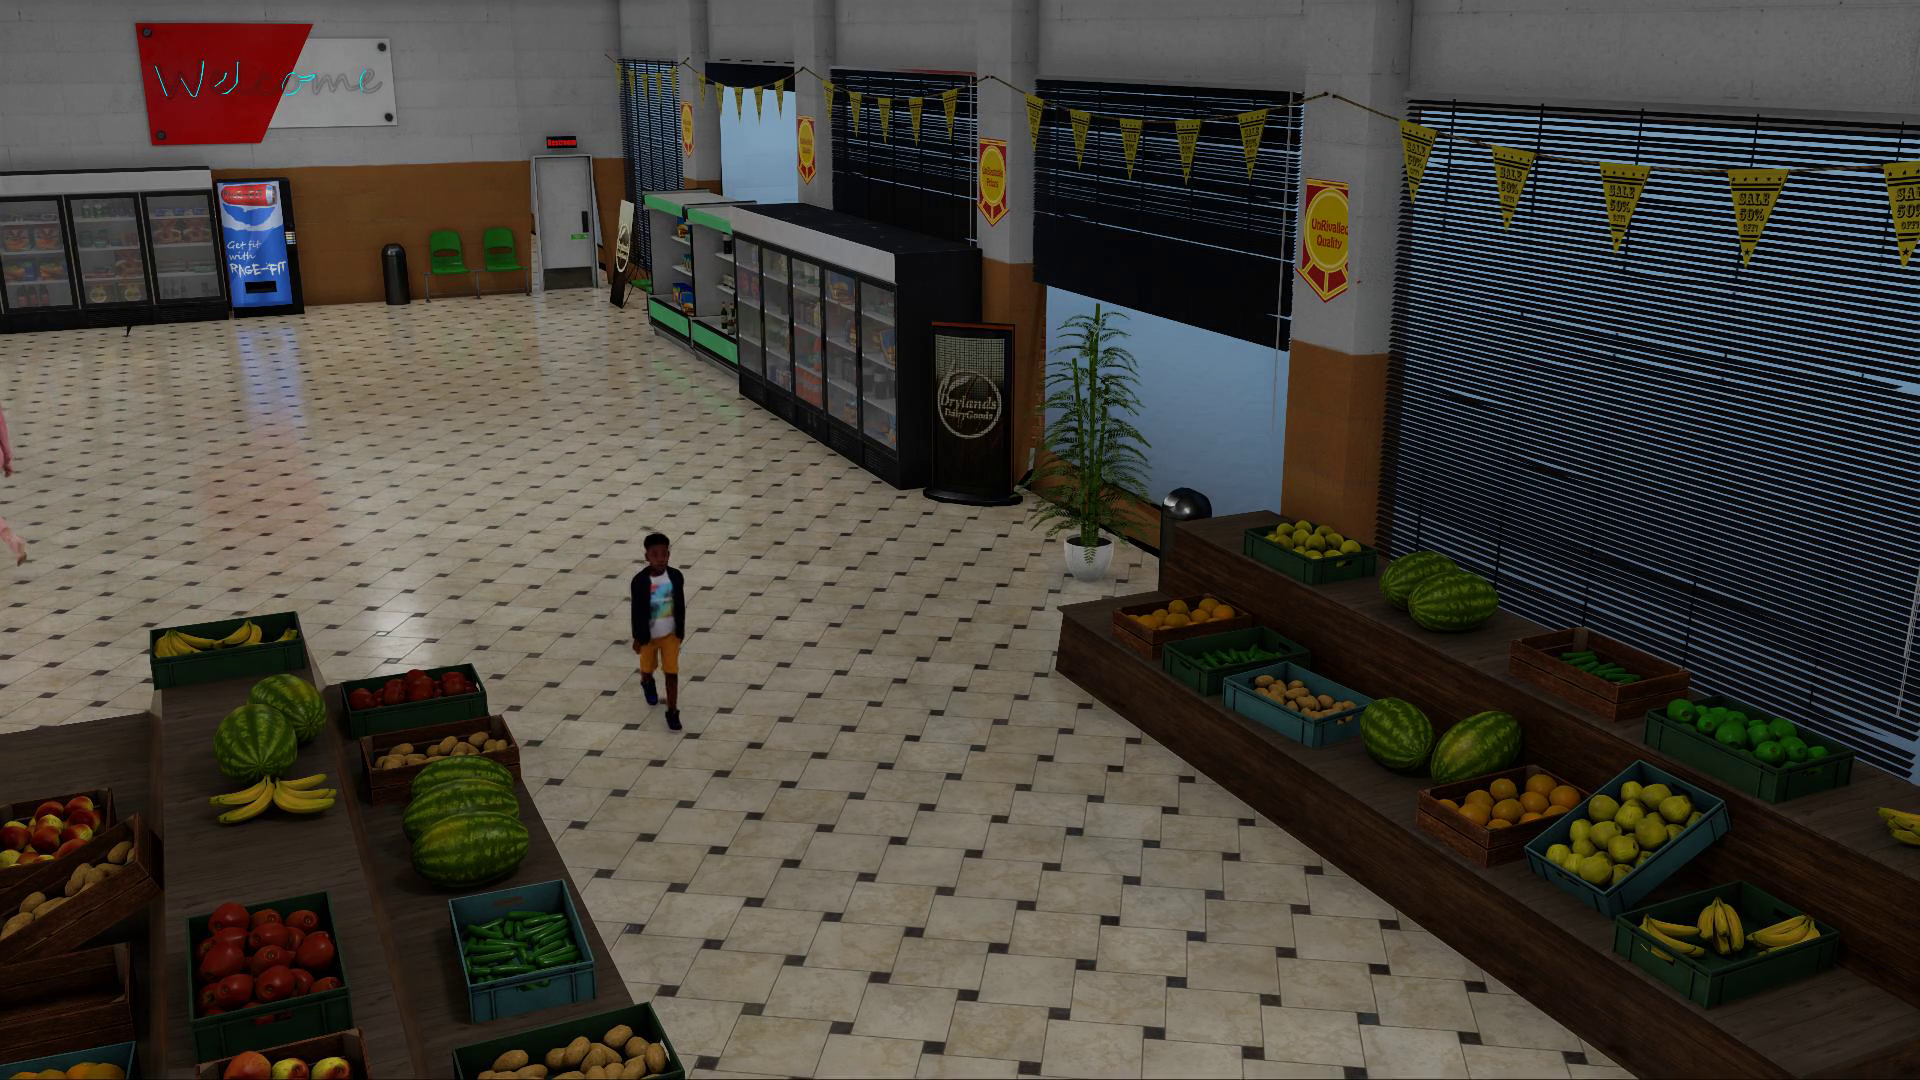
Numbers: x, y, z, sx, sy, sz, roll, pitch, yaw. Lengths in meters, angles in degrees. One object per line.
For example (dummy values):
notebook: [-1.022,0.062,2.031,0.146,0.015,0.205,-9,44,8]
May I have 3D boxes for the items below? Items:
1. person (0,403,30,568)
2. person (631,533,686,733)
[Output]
person: [-7.958,-0.595,13.575,1.194,1.772,1.005,10,20,30]
person: [-1.950,0.558,10.670,0.540,1.255,0.840,-7,18,-21]
